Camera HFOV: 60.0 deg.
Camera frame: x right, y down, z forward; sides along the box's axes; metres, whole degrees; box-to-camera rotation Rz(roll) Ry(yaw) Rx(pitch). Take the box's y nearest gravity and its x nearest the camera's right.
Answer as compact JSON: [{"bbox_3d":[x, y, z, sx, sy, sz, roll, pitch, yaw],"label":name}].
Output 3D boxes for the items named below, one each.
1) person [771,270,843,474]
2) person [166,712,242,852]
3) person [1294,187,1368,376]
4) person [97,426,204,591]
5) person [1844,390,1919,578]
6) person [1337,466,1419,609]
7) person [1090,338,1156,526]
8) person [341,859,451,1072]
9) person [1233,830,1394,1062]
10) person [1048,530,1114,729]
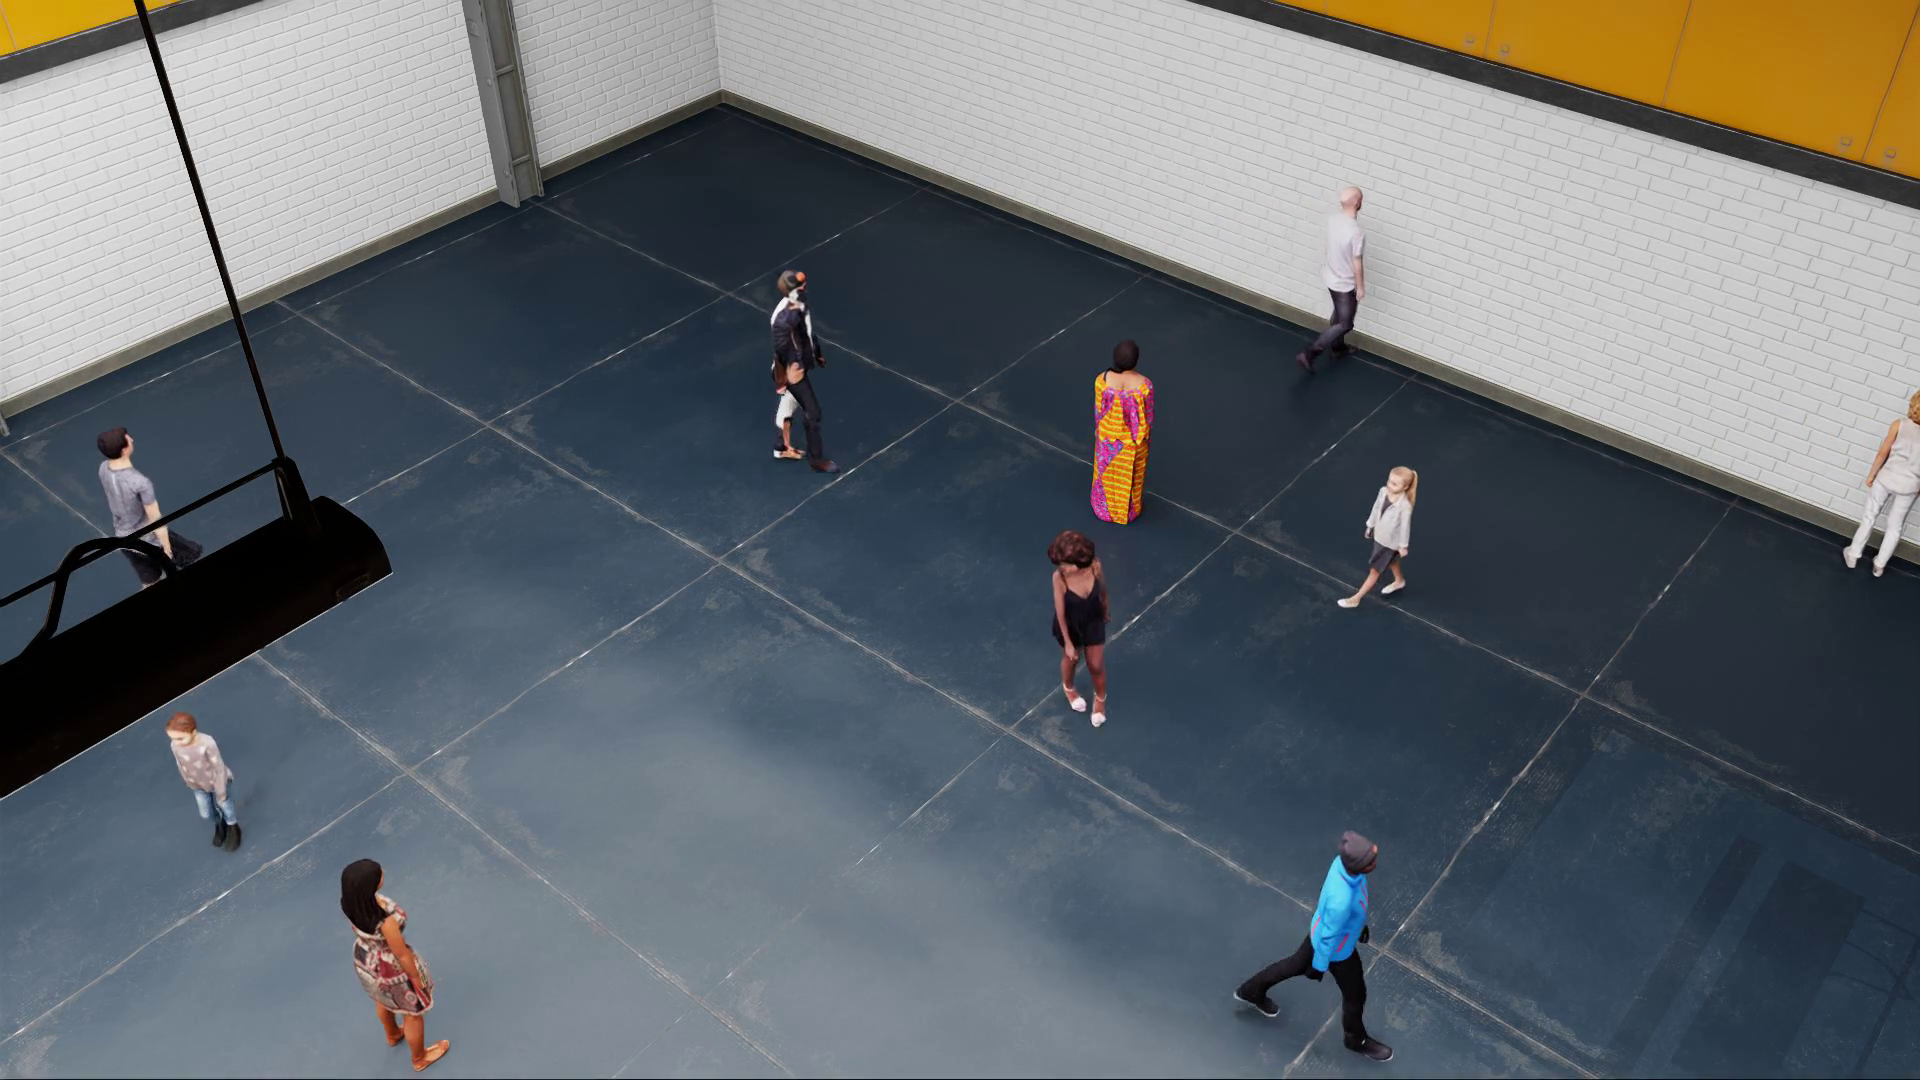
[{"bbox_3d":[-1.464,-1.424,13.888,0.984,1.867,0.961,4,39,6],"label":"person"},{"bbox_3d":[-4.844,1.508,10.764,0.571,1.183,0.630,-1,39,-1],"label":"person"},{"bbox_3d":[3.403,-2.318,15.048,1.139,1.816,1.000,-12,40,-14],"label":"person"},{"bbox_3d":[-5.989,0.031,12.076,0.764,1.854,0.830,14,41,17],"label":"person"},{"bbox_3d":[7.257,-0.466,12.849,0.636,1.666,0.623,16,41,19],"label":"person"},{"bbox_3d":[3.306,-0.033,12.647,0.958,1.242,0.777,-14,41,-16],"label":"person"},{"bbox_3d":[1.308,-0.911,13.390,0.760,1.687,0.793,9,39,11],"label":"person"},{"bbox_3d":[-3.214,2.376,9.309,0.683,1.642,0.561,23,44,26],"label":"person"},{"bbox_3d":[2.011,2.239,9.392,1.037,1.754,1.192,8,39,10],"label":"person"},{"bbox_3d":[0.826,0.563,11.490,0.794,1.754,0.874,-20,43,-23],"label":"person"}]
